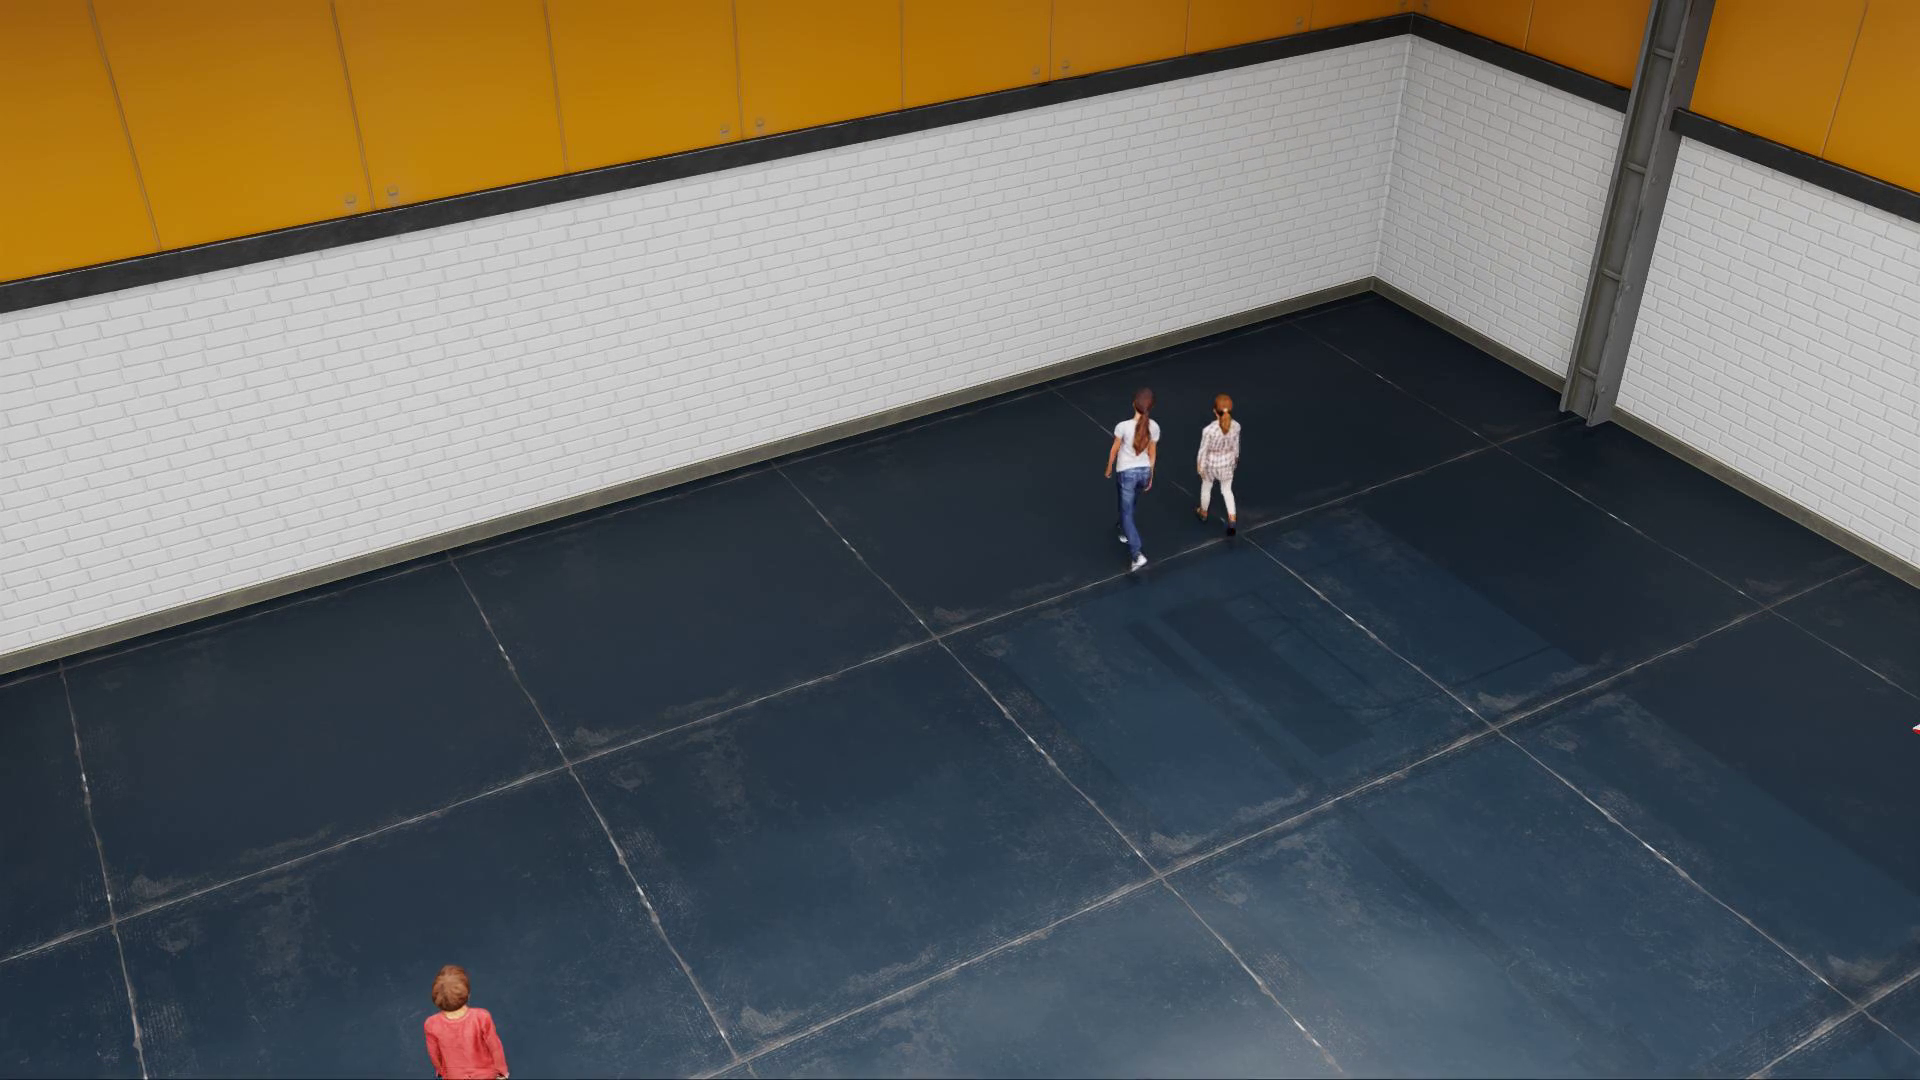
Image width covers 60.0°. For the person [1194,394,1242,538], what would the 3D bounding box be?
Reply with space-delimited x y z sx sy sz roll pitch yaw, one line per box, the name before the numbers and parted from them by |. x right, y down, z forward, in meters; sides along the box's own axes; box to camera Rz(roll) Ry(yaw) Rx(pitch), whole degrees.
person | 2.198 -0.617 13.983 0.687 1.297 0.925 -8 34 -12

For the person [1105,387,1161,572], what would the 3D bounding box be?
person | 1.431 -0.483 13.578 0.756 1.522 1.123 -8 35 -12

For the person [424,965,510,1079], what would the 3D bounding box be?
person | -2.564 2.822 8.706 0.613 1.411 0.669 -7 34 -11
